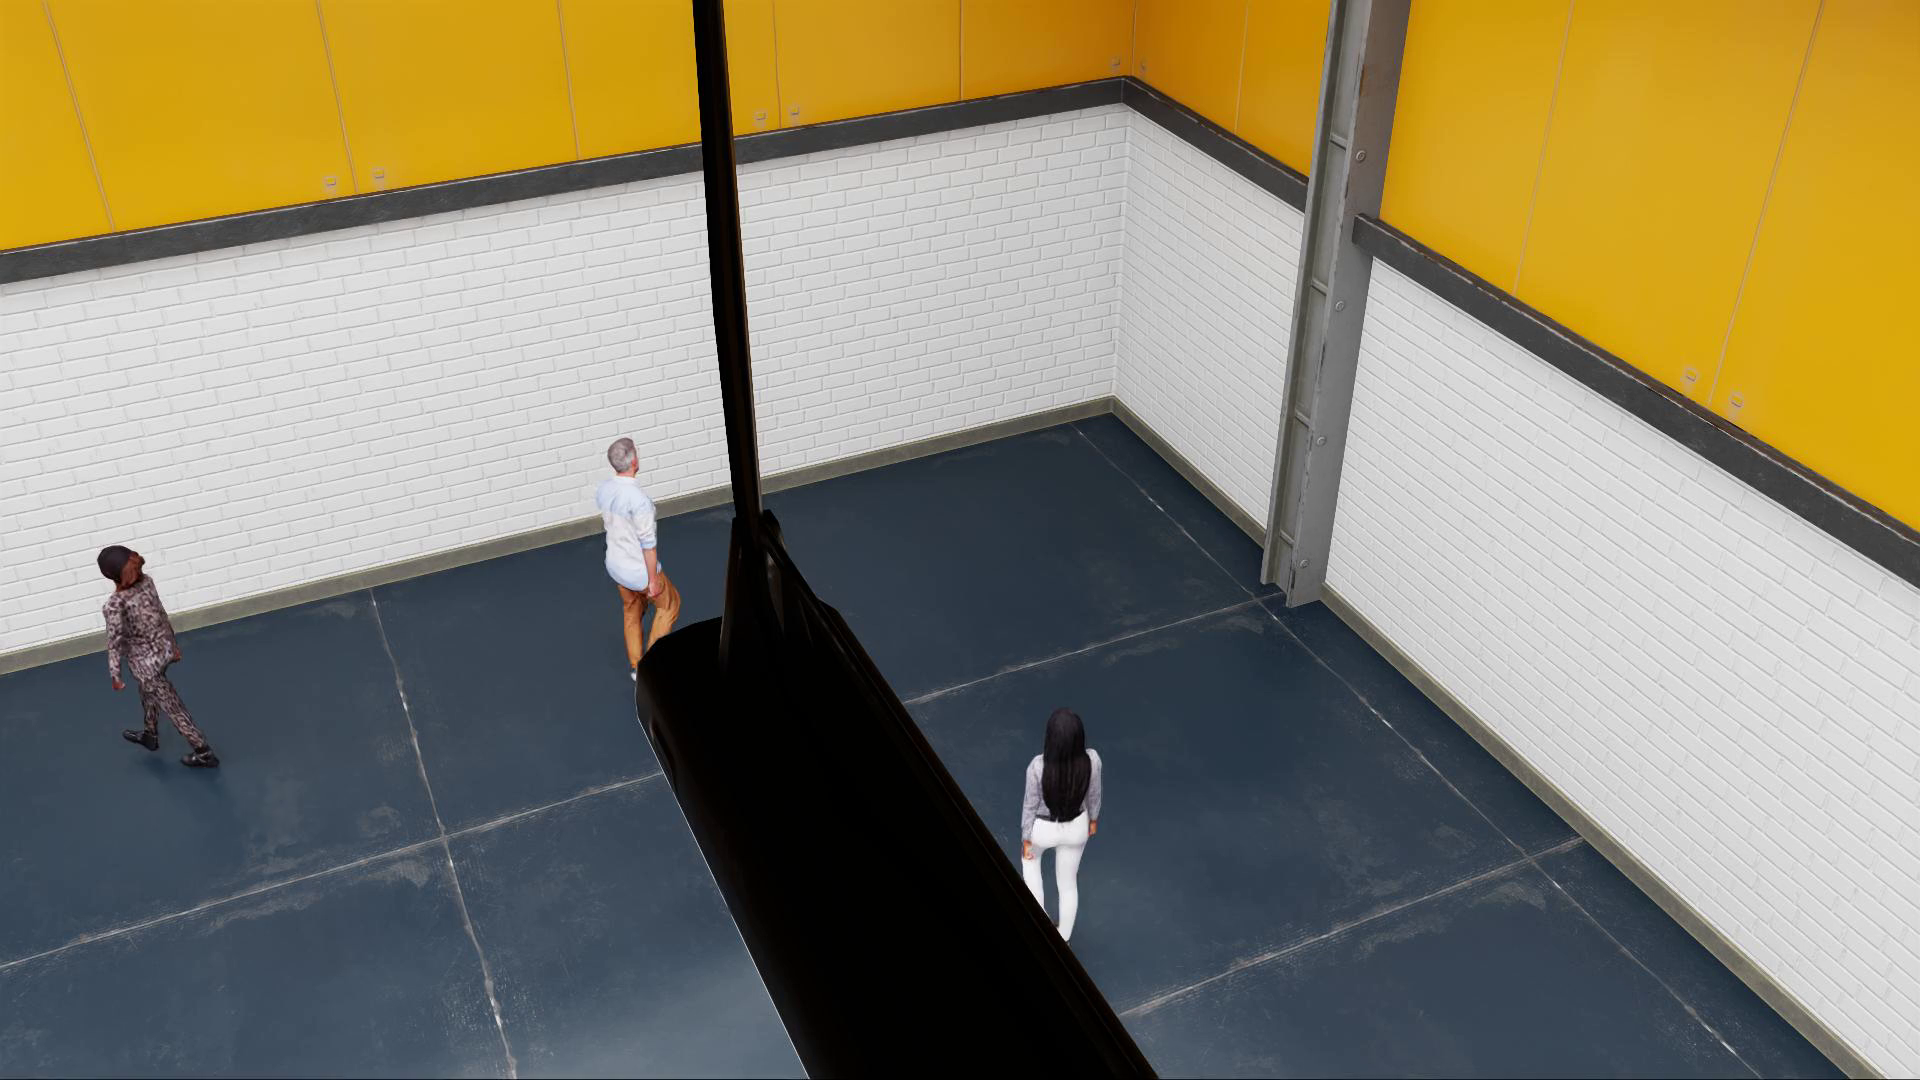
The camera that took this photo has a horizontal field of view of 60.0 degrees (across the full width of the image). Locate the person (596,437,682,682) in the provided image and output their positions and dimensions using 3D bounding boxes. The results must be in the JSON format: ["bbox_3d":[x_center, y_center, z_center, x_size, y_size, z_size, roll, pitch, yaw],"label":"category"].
[{"bbox_3d":[-2.250,0.206,11.195,0.727,1.802,0.865,28,43,36],"label":"person"}]

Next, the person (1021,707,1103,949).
[{"bbox_3d":[0.554,1.663,9.085,0.703,1.711,0.735,-5,34,-7],"label":"person"}]

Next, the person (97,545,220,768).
[{"bbox_3d":[-4.994,0.778,10.433,0.968,1.692,0.972,6,34,9],"label":"person"}]
